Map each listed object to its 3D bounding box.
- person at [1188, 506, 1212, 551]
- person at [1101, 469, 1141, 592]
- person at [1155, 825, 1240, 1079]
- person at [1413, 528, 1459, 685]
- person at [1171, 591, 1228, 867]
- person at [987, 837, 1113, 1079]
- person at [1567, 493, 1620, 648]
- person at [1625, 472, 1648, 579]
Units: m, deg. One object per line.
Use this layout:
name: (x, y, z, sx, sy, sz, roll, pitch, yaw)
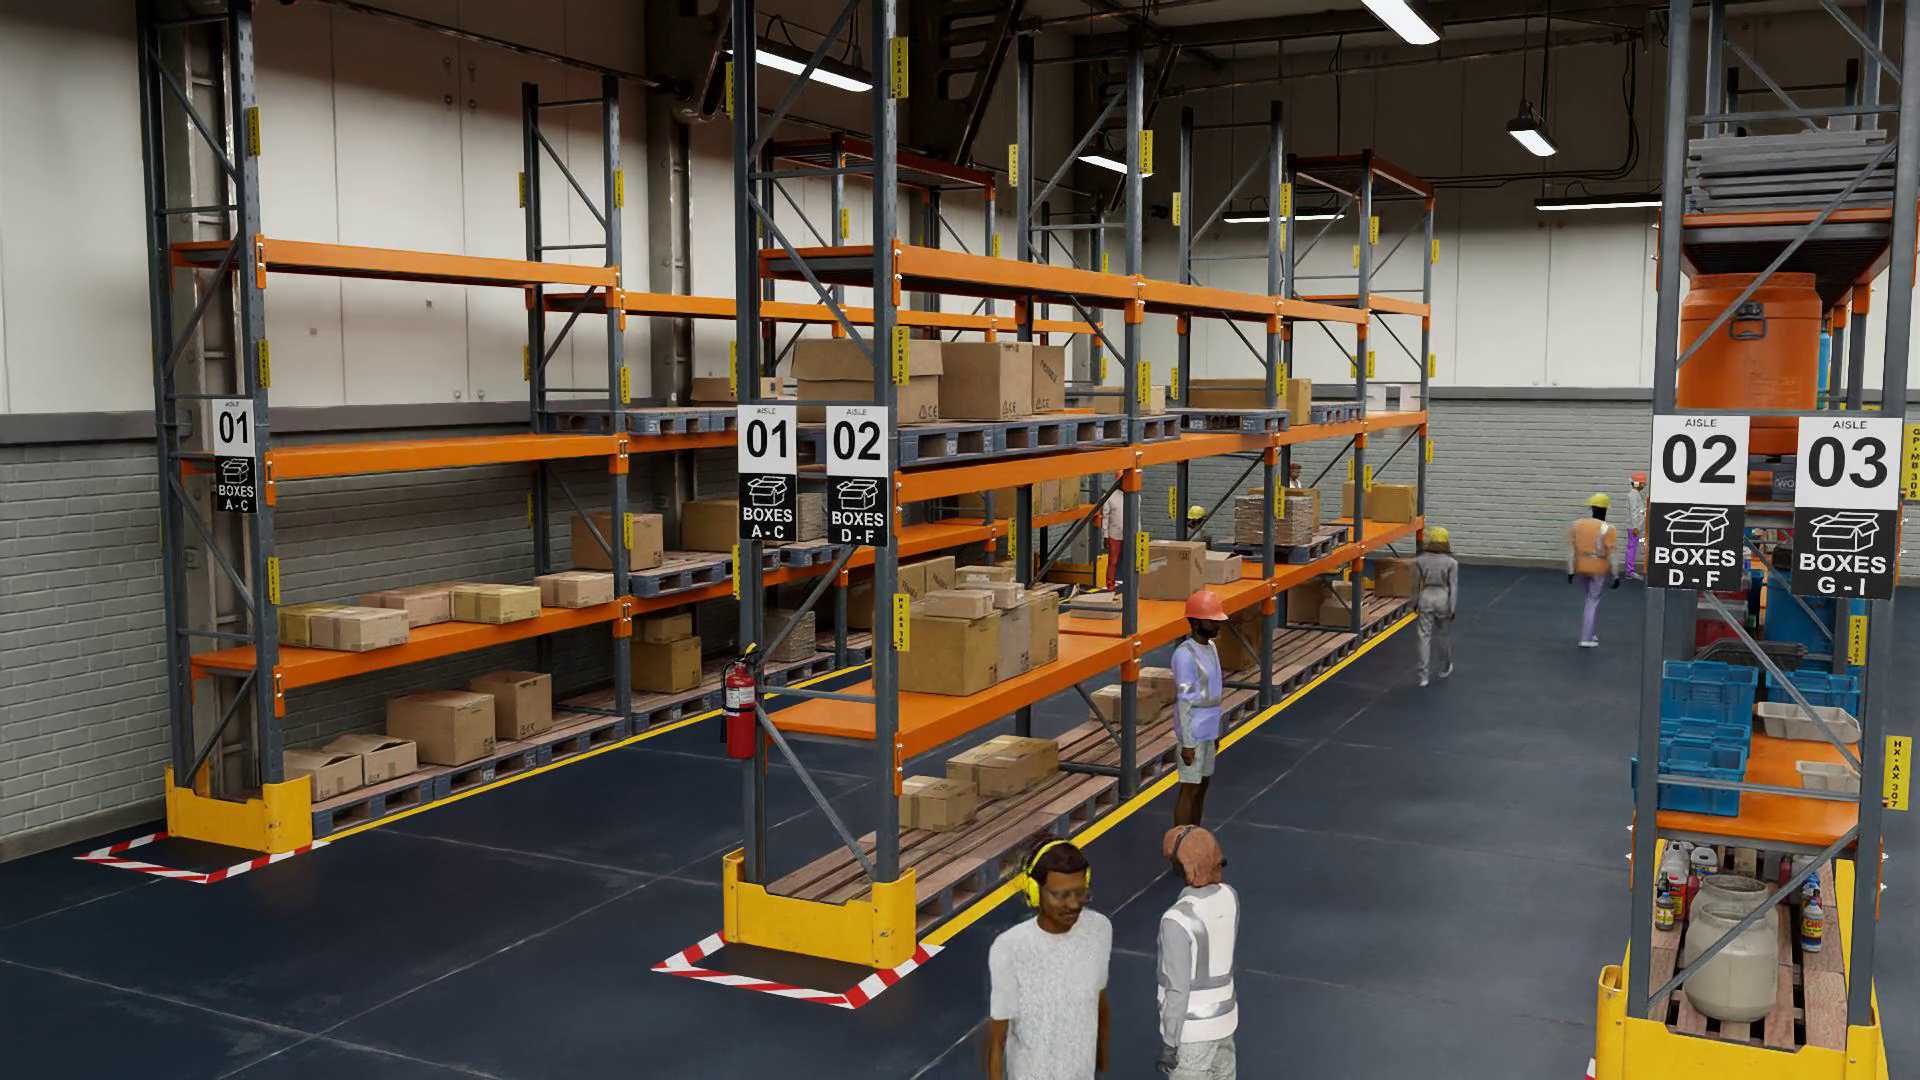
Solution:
person: (2.885, 0.466, 20.277, 0.313, 1.769, 0.523, 4, 7, 34)
person: (2.368, -0.062, 24.308, 0.622, 1.993, 0.386, -2, 6, -18)
person: (0.940, 1.938, 6.586, 0.313, 1.636, 0.517, 4, 7, 36)
person: (5.204, 0.712, 18.187, 0.507, 1.694, 0.902, 3, 7, 27)
person: (1.640, 1.304, 11.299, 0.356, 1.937, 0.552, 3, 7, 27)
person: (0.356, 1.927, 5.673, 0.572, 1.844, 0.626, -3, 7, -28)
person: (7.866, 0.370, 20.510, 0.641, 1.905, 0.624, -4, 7, -35)
person: (11.053, -0.240, 27.199, 0.323, 1.752, 0.562, 2, 6, 22)
